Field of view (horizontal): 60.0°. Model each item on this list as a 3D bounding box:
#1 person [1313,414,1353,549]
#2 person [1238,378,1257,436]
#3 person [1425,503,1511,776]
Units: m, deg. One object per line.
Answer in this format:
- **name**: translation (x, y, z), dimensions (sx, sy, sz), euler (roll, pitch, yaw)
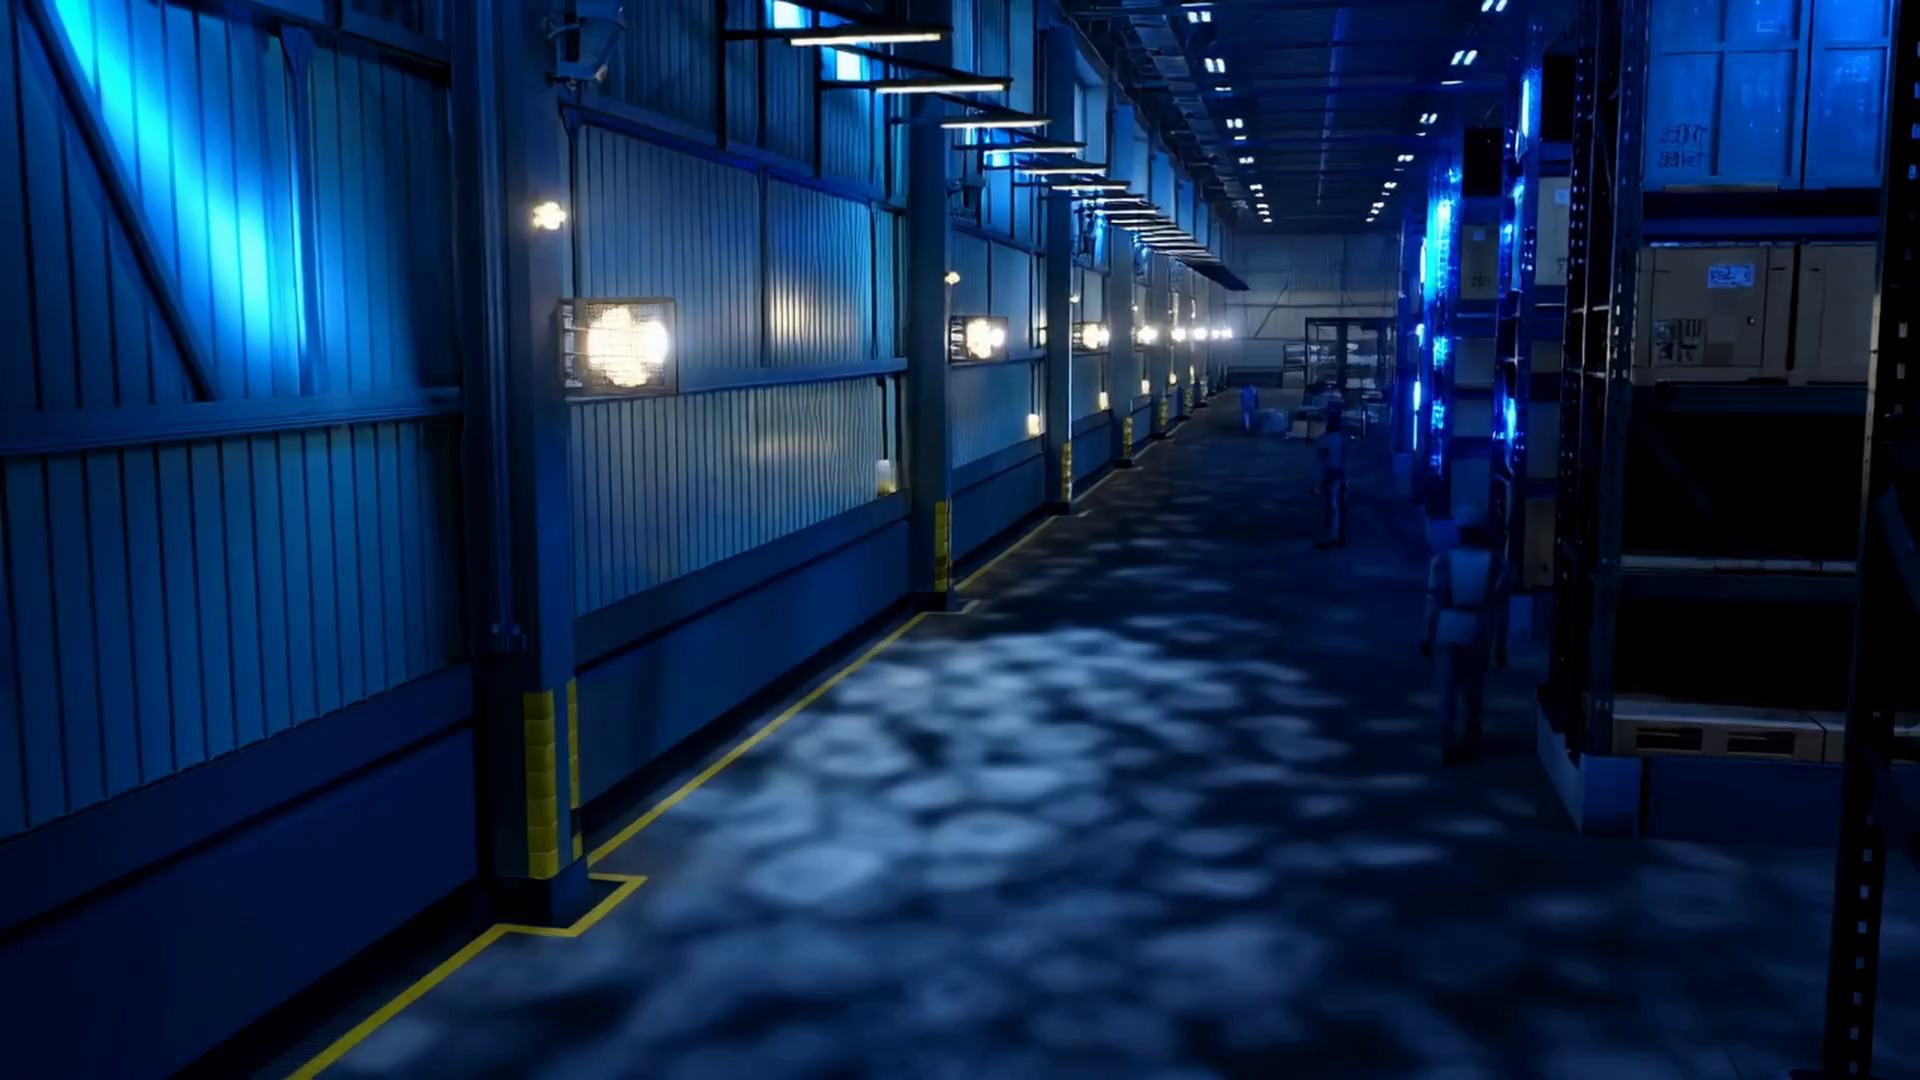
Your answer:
- **person**: translation (5.323, -0.835, 23.835), dimensions (0.628, 1.935, 0.373), euler (-4, 8, -27)
- **person**: translation (8.573, -3.964, 49.645), dimensions (0.597, 1.731, 0.547), euler (0, 7, -4)
- **person**: translation (3.619, 0.677, 11.902), dimensions (0.568, 1.885, 0.972), euler (2, 7, 15)
